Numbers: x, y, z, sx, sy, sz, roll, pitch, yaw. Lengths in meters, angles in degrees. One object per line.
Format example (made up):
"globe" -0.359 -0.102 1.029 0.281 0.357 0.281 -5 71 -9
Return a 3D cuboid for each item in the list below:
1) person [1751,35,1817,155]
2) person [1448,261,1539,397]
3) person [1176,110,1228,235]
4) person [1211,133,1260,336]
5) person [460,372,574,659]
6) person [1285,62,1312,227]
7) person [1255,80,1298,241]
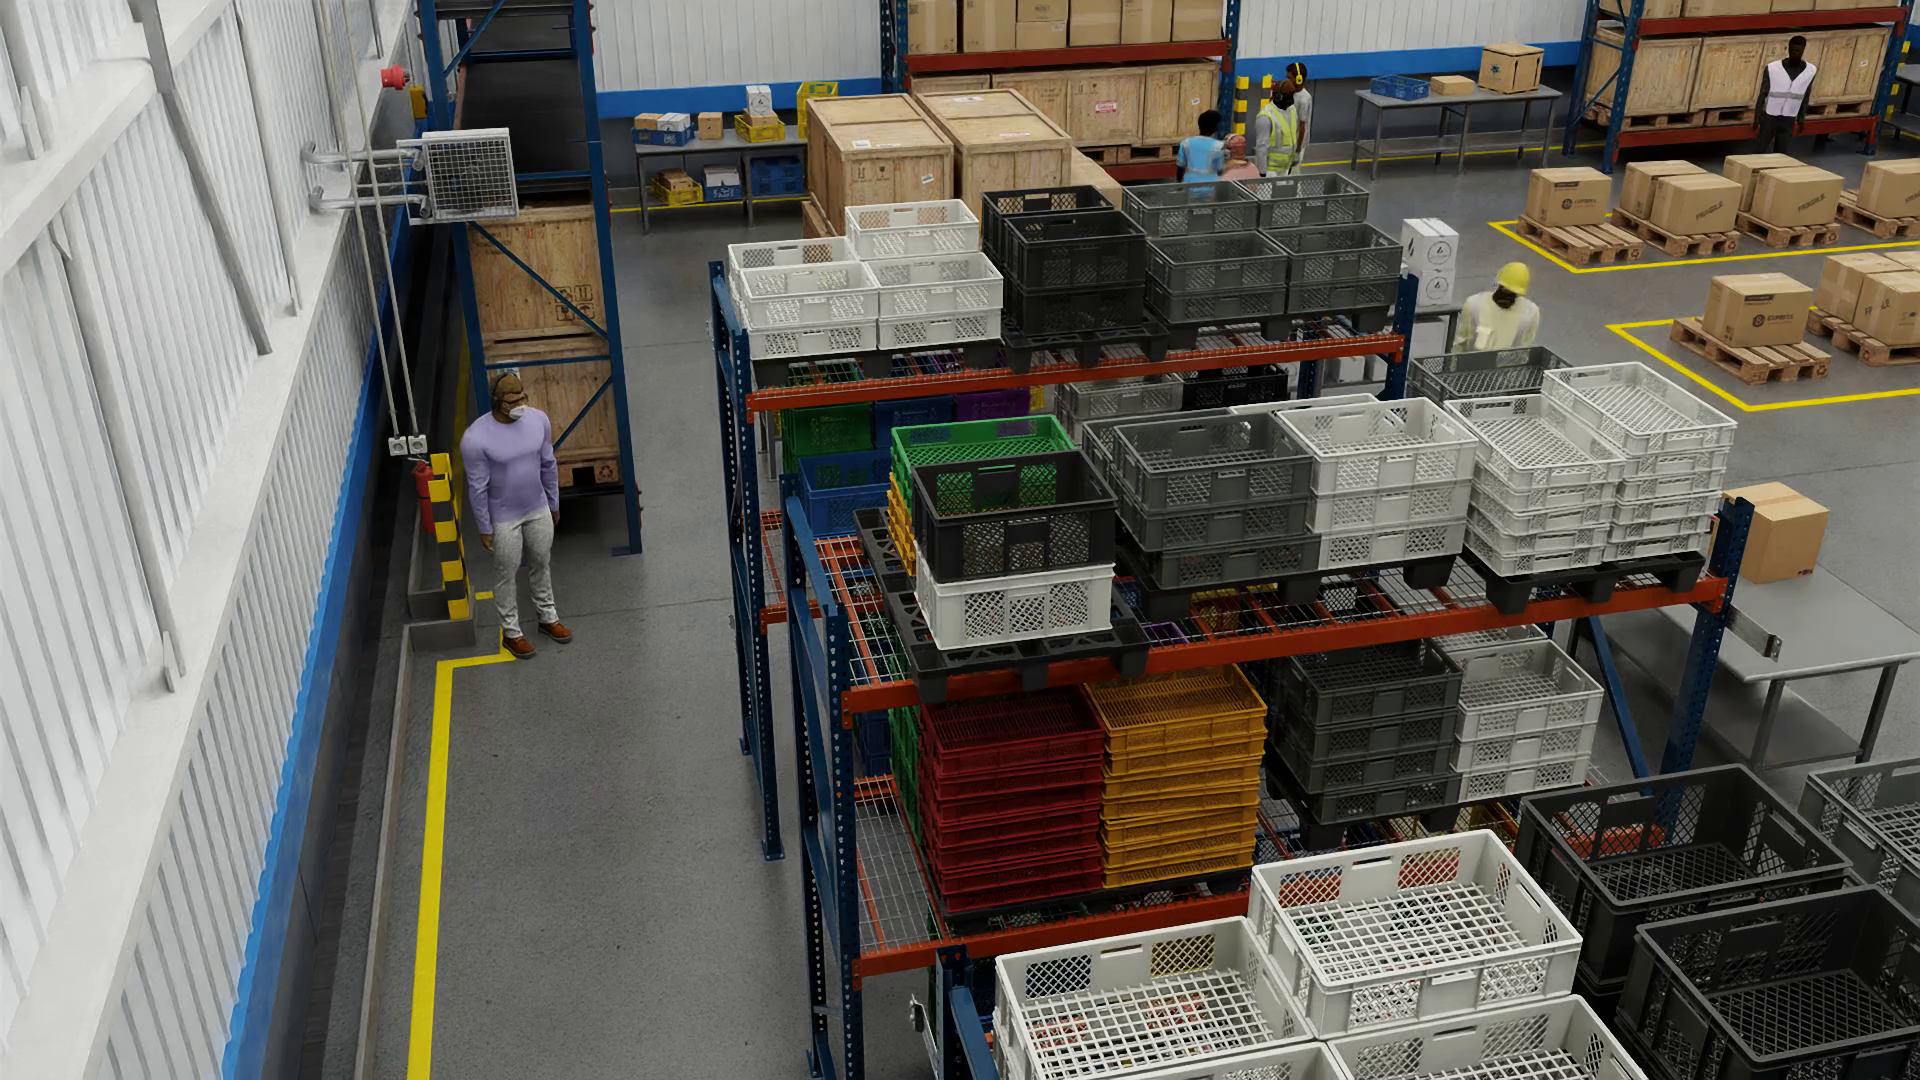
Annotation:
"person" 9.780 -5.046 19.837 0.590 1.919 0.393 4 28 7
"person" 4.078 -1.292 12.826 0.597 1.820 0.418 10 29 19
"person" 2.523 -3.657 17.450 0.582 1.678 0.369 18 33 30
"person" 2.546 -2.897 15.775 0.402 1.904 0.652 17 32 29
"person" -2.806 -0.173 10.582 0.375 1.933 0.625 24 36 38
"person" 3.750 -4.431 18.744 0.347 1.856 0.518 -2 28 -3
"person" 3.431 -4.085 18.110 0.431 1.835 0.624 23 35 36
